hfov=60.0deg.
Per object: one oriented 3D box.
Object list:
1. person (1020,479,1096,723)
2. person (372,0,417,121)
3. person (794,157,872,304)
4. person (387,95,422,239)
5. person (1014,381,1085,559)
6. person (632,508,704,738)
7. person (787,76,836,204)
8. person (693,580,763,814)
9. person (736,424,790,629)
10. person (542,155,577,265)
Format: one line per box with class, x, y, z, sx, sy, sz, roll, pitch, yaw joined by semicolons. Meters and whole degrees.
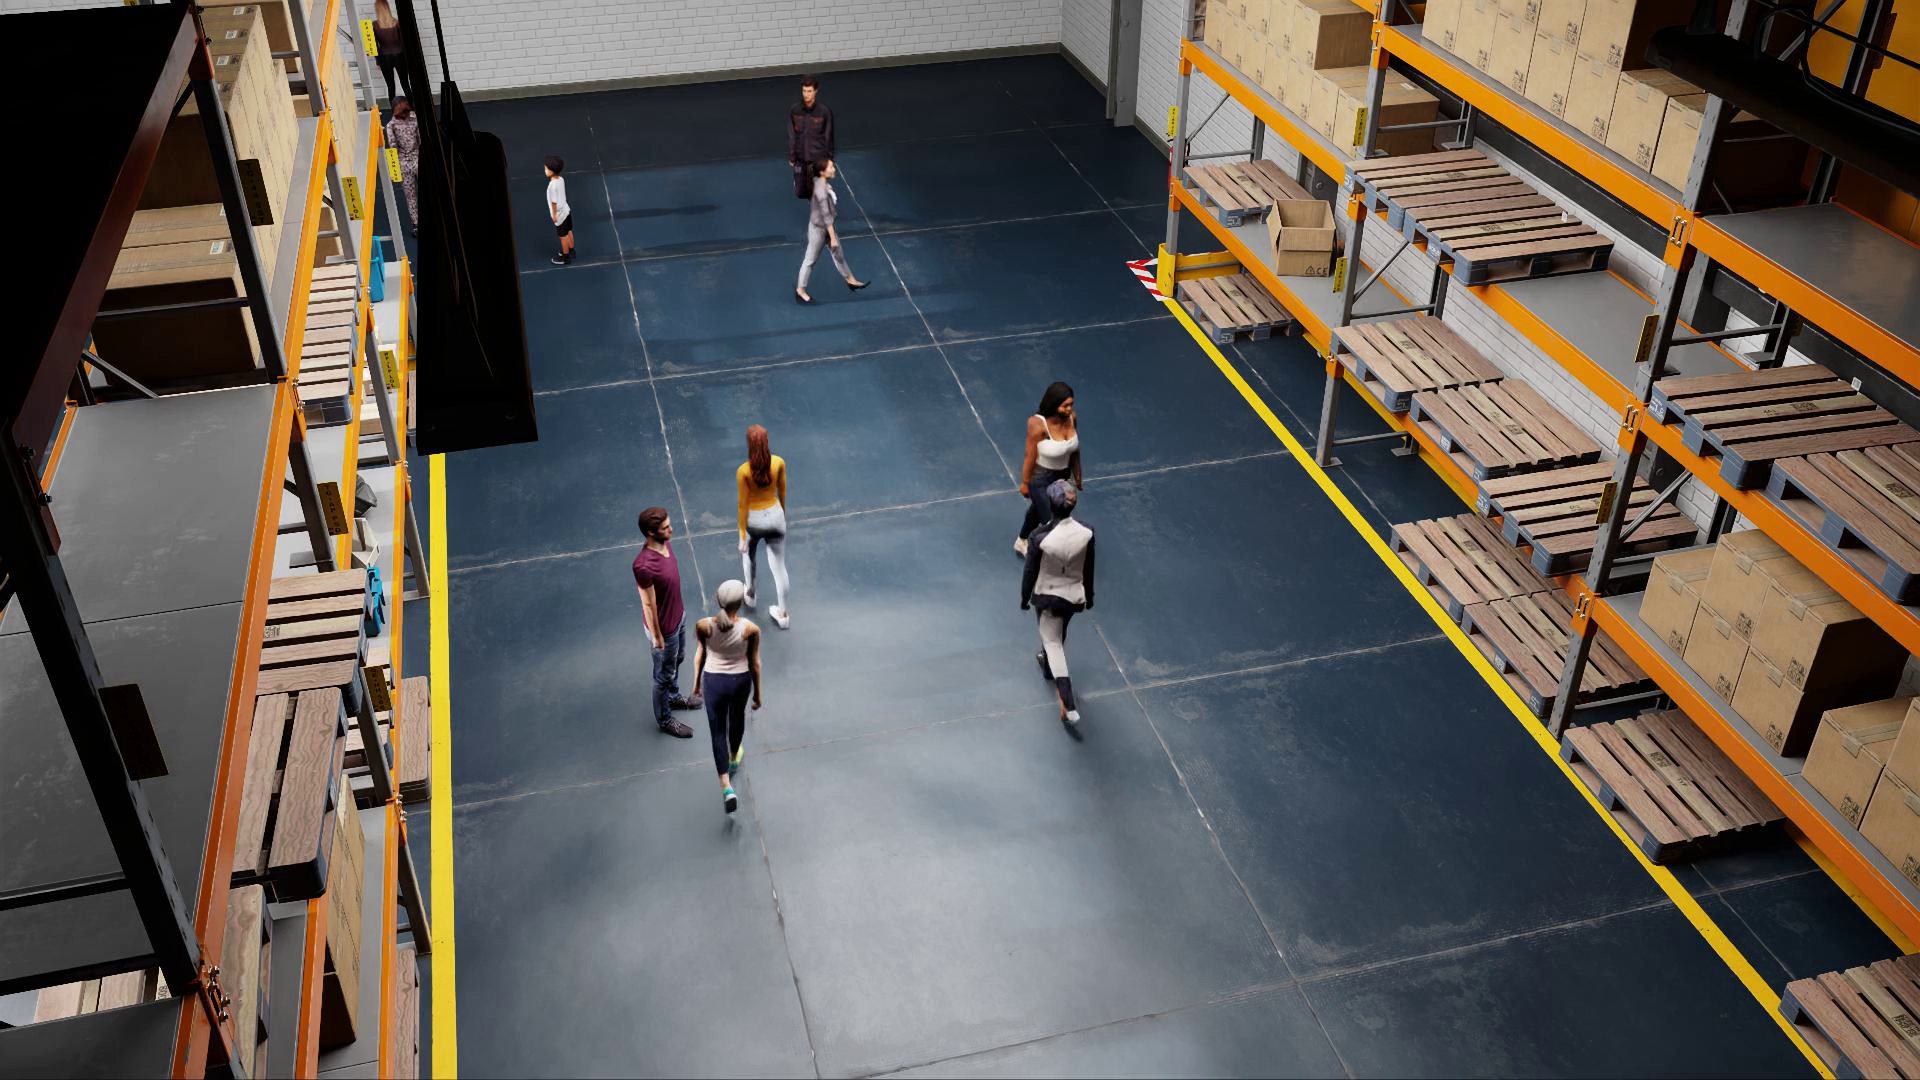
person;0.743;0.478;12.048;0.742;1.857;1.218;-11;35;-17
person;-7.765;-6.546;22.770;0.616;1.686;0.520;-11;35;-16
person;-1.585;-3.302;17.943;0.813;1.626;1.066;-3;34;-5
person;-6.416;-4.369;19.469;0.640;1.714;0.645;-19;38;-26
person;0.655;-0.531;13.653;0.996;1.761;1.244;-25;41;-32
person;-2.128;0.555;11.937;0.787;1.852;0.624;3;34;5
person;-1.725;-4.517;19.506;0.957;1.921;1.095;7;34;10
person;-1.578;1.080;11.311;0.781;1.671;1.139;-5;34;-7
person;-1.489;-0.059;12.975;0.791;1.725;0.955;-17;37;-24
person;-4.569;-3.789;19.009;0.611;1.257;0.517;4;34;6
